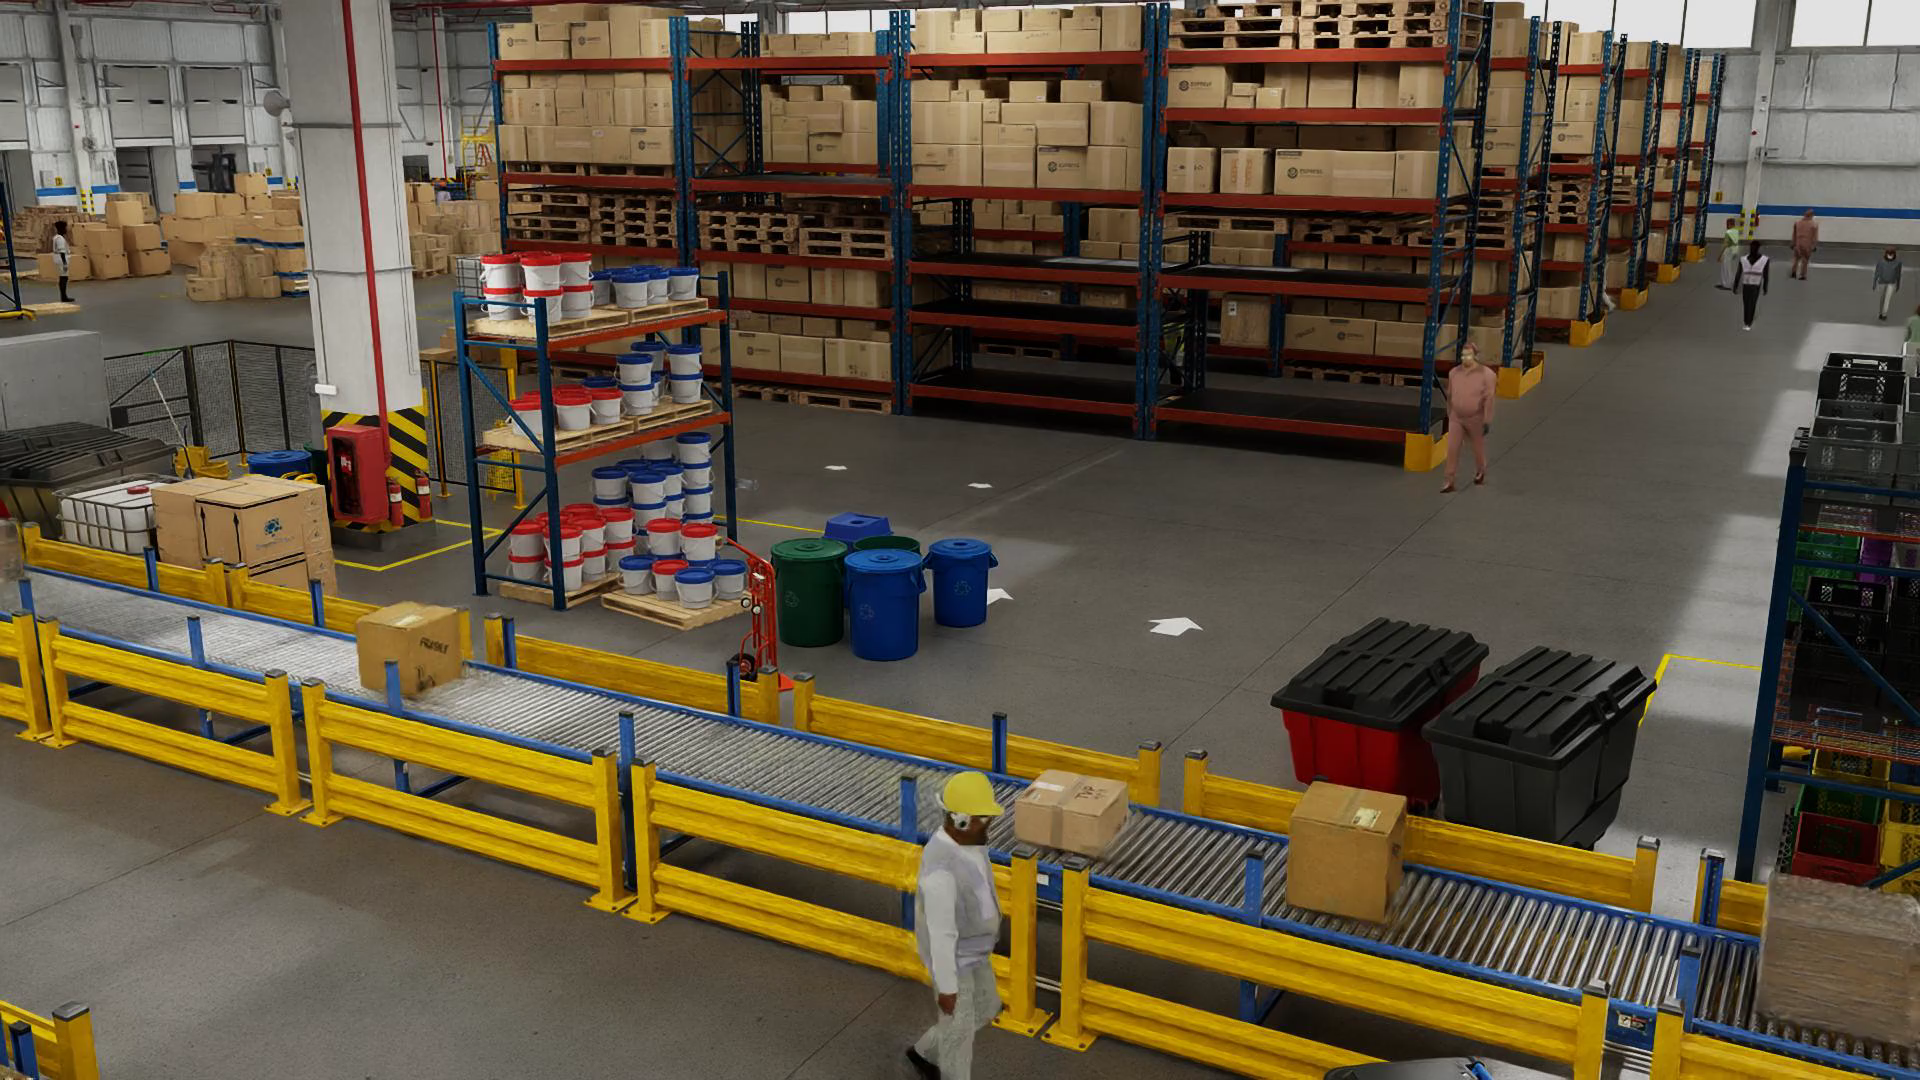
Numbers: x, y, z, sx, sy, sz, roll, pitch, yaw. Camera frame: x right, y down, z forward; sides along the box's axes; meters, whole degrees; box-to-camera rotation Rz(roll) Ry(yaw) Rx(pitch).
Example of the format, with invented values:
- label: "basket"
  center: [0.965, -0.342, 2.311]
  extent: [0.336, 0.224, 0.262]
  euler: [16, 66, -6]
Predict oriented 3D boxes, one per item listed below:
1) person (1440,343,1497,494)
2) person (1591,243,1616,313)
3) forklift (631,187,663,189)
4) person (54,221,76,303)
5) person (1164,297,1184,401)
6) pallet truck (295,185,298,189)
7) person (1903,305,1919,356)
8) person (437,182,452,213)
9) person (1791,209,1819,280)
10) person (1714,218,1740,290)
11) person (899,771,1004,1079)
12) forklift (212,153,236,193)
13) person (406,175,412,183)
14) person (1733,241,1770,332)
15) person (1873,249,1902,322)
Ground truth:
- label: "person"
  center: [6.400, -1.548, 20.864]
  extent: [0.638, 1.875, 0.934]
  euler: [11, 18, 35]
- label: "person"
  center: [14.650, -5.998, 38.085]
  extent: [0.810, 1.607, 0.510]
  euler: [4, 15, 16]
- label: "forklift"
  center: [-8.898, -9.150, 47.498]
  extent: [1.129, 2.768, 1.873]
  euler: [1, 15, 2]
- label: "person"
  center: [-21.591, -6.695, 40.053]
  extent: [0.399, 1.957, 0.599]
  euler: [-9, 18, -32]
- label: "person"
  center: [3.475, -3.115, 27.074]
  extent: [0.318, 1.699, 0.535]
  euler: [-3, 15, -11]
- label: "pallet truck"
  center: [-26.804, -14.617, 69.738]
  extent: [1.885, 1.965, 0.823]
  euler: [-14, 20, -42]
- label: "person"
  center: [15.713, -3.130, 27.330]
  extent: [0.805, 1.604, 0.511]
  euler: [-10, 18, -32]
- label: "person"
  center: [-18.515, -11.883, 59.655]
  extent: [0.553, 1.908, 0.893]
  euler: [6, 16, 21]
- label: "person"
  center: [22.896, -7.999, 45.054]
  extent: [0.427, 1.894, 0.681]
  euler: [-14, 20, -41]
- label: "person"
  center: [19.675, -7.342, 42.716]
  extent: [0.668, 1.824, 0.591]
  euler: [-14, 20, -42]
- label: "person"
  center: [-0.033, 1.937, 7.855]
  extent: [0.481, 1.815, 0.607]
  euler: [4, 15, 15]
- label: "forklift"
  center: [-26.967, -12.815, 61.276]
  extent: [1.873, 2.768, 1.129]
  euler: [4, 15, 13]
- label: "person"
  center: [-21.421, -13.193, 64.565]
  extent: [0.839, 1.913, 0.632]
  euler: [4, 15, 15]
- label: "person"
  center: [16.652, -5.346, 35.099]
  extent: [0.627, 1.876, 0.923]
  euler: [13, 19, 39]
- label: "person"
  center: [20.489, -5.645, 36.787]
  extent: [0.517, 1.585, 0.881]
  euler: [9, 17, 31]
